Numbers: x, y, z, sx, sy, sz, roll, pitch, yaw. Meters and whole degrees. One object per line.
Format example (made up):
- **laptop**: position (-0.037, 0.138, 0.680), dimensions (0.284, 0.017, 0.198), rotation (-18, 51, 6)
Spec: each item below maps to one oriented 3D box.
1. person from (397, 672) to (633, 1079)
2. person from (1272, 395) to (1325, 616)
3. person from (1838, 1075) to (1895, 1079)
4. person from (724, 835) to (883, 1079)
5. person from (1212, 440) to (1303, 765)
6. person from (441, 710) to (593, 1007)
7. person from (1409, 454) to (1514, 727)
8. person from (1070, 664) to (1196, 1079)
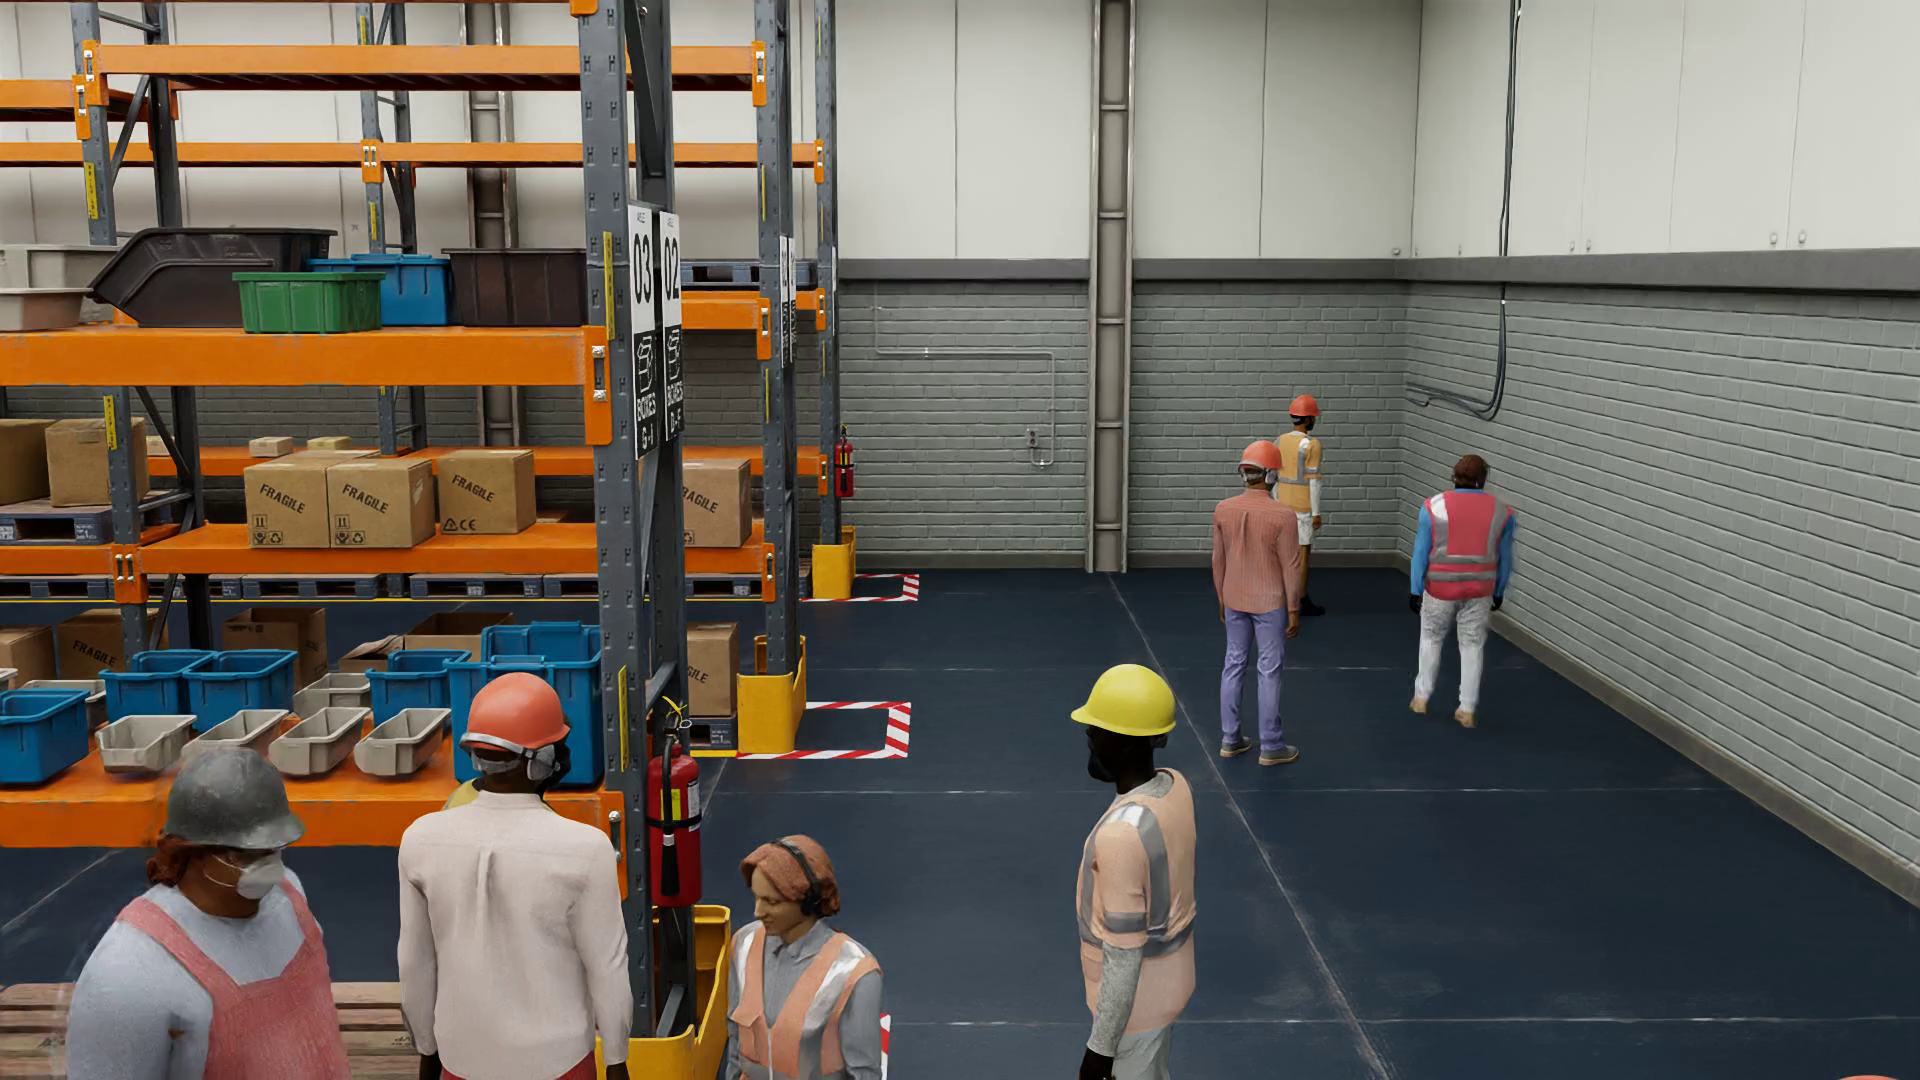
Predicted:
- **person**: position (-1.155, 1.330, 4.410), dimensions (0.623, 1.992, 0.396), rotation (2, 9, 10)
- **person**: position (2.980, -0.305, 14.605), dimensions (0.375, 1.939, 0.546), rotation (-6, 11, -31)
- **person**: position (1.486, 1.718, 2.776), dimensions (0.346, 1.746, 0.573), rotation (0, 9, -3)
- **person**: position (-0.396, 1.538, 4.255), dimensions (0.525, 1.631, 0.320), rotation (7, 12, 38)
- **person**: position (1.831, 0.382, 10.223), dimensions (0.611, 1.995, 0.377), rotation (8, 12, 42)
- **person**: position (-1.230, 1.346, 4.785), dimensions (0.429, 1.841, 0.634), rotation (-8, 12, -41)
- **person**: position (3.333, 0.319, 11.172), dimensions (0.668, 1.807, 0.660), rotation (1, 9, 5)
- **person**: position (0.487, 1.300, 4.791), dimensions (0.363, 1.930, 0.587), rotation (3, 10, 20)
